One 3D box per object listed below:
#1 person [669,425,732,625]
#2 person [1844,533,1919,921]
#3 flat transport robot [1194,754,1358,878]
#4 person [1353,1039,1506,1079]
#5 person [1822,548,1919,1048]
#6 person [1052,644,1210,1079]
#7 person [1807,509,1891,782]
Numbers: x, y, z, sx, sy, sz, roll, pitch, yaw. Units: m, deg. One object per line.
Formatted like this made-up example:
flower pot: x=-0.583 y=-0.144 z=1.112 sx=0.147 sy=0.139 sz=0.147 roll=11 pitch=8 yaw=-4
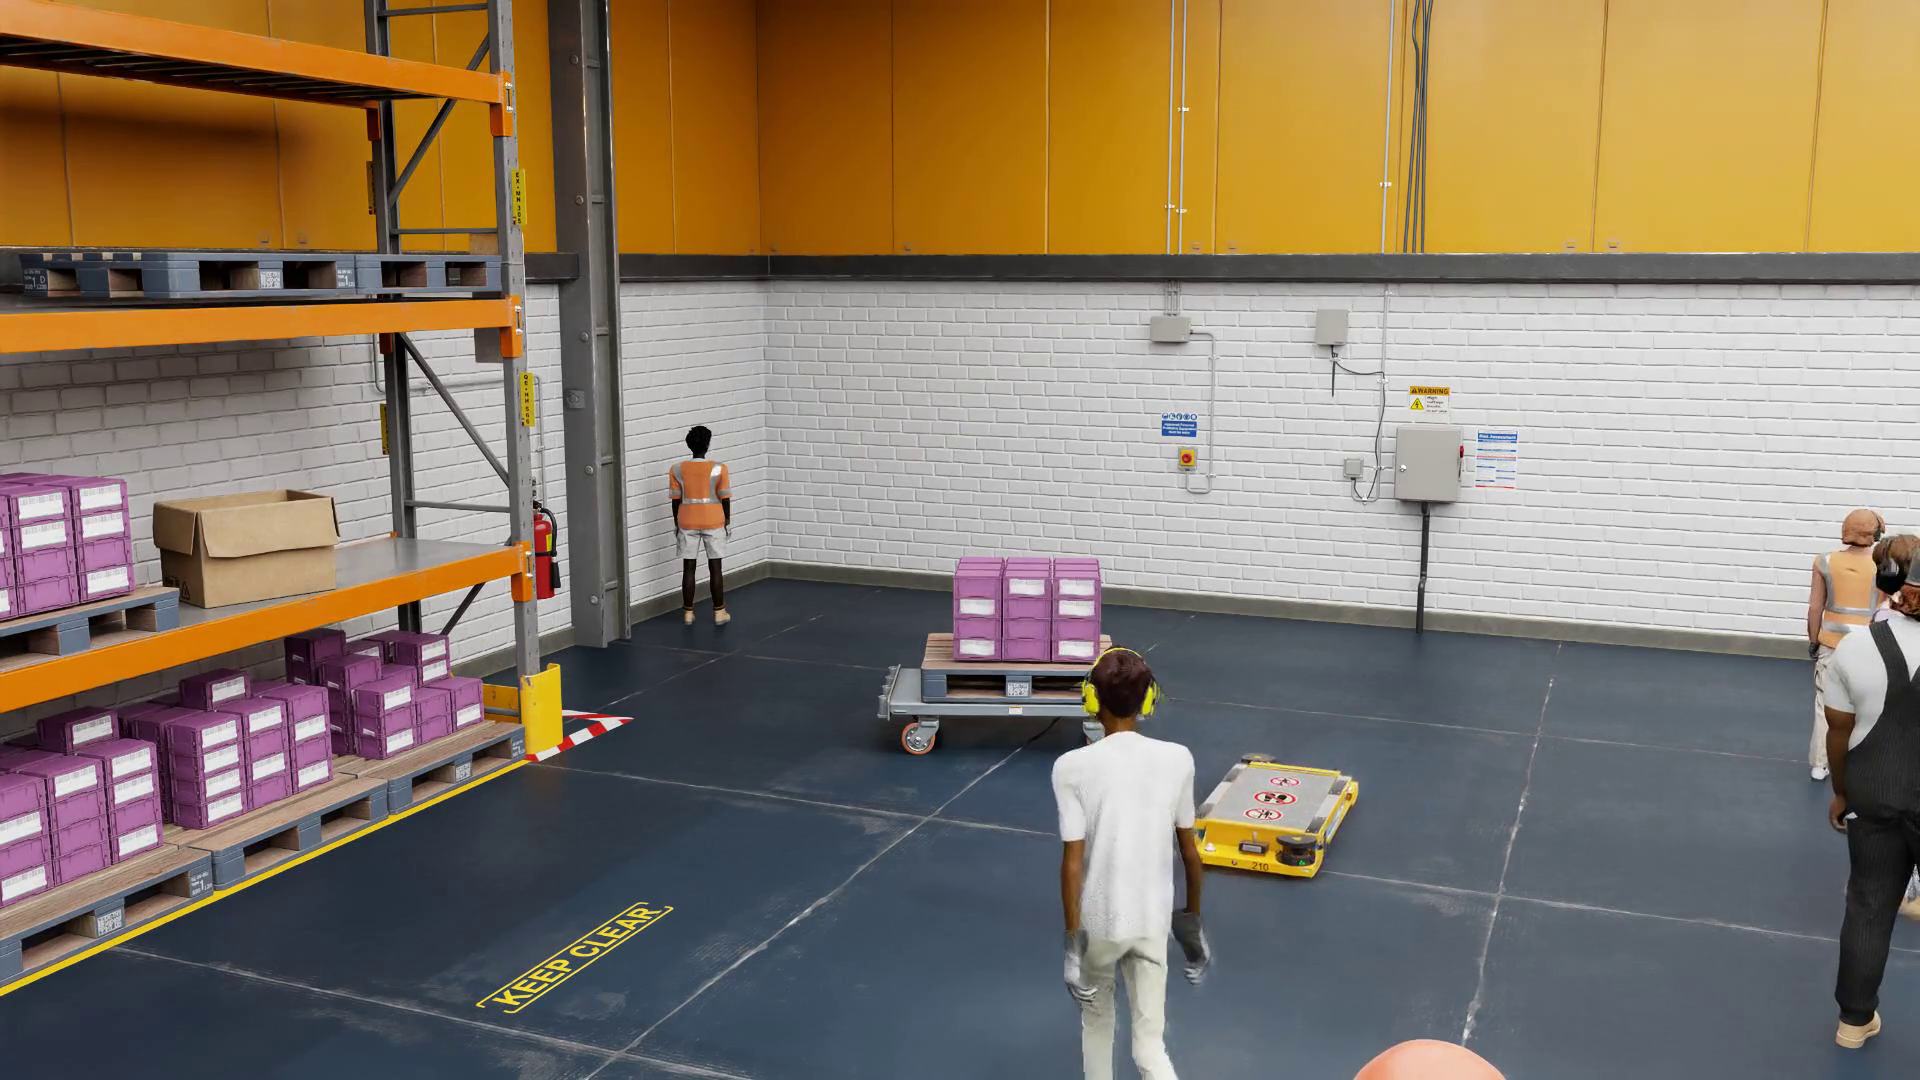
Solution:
person: x=-2.182 y=-0.119 z=14.047 sx=0.535 sy=1.697 sz=0.318 roll=0 pitch=9 yaw=3
person: x=4.375 y=0.879 z=7.655 sx=0.671 sy=1.809 sz=0.517 roll=-6 pitch=11 yaw=-33
flat transport robot: x=1.688 y=1.444 z=8.883 sx=0.652 sy=0.197 sz=1.431 roll=4 pitch=10 yaw=22
person: x=0.641 y=1.657 z=2.385 sx=0.608 sy=1.995 sz=0.377 roll=8 pitch=12 yaw=40
person: x=3.672 y=0.983 z=6.325 sx=0.536 sy=2.000 sz=0.676 roll=-8 pitch=12 yaw=-38
person: x=0.579 y=1.273 z=5.311 sx=0.534 sy=1.817 sz=0.881 roll=-2 pitch=10 yaw=-10
person: x=5.196 y=0.631 z=9.676 sx=0.511 sy=1.640 sz=0.309 roll=9 pitch=13 yaw=44
